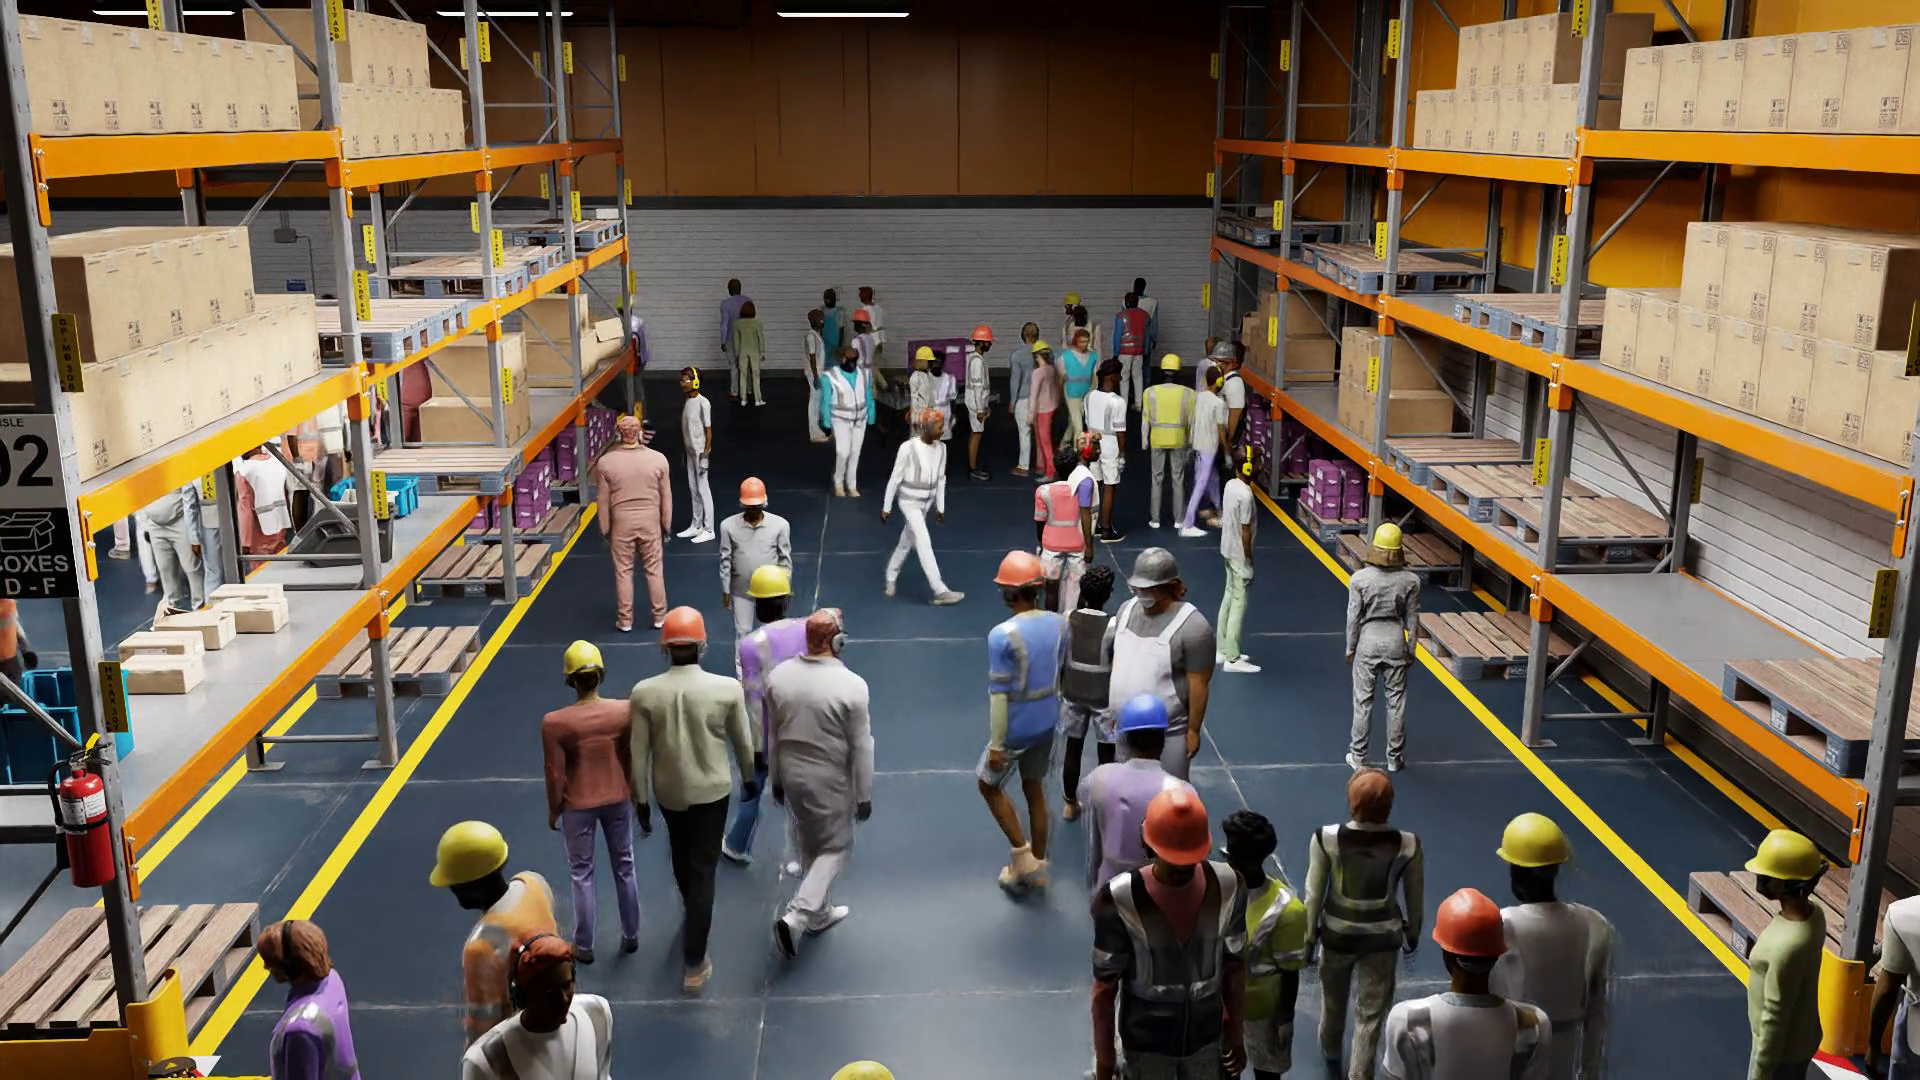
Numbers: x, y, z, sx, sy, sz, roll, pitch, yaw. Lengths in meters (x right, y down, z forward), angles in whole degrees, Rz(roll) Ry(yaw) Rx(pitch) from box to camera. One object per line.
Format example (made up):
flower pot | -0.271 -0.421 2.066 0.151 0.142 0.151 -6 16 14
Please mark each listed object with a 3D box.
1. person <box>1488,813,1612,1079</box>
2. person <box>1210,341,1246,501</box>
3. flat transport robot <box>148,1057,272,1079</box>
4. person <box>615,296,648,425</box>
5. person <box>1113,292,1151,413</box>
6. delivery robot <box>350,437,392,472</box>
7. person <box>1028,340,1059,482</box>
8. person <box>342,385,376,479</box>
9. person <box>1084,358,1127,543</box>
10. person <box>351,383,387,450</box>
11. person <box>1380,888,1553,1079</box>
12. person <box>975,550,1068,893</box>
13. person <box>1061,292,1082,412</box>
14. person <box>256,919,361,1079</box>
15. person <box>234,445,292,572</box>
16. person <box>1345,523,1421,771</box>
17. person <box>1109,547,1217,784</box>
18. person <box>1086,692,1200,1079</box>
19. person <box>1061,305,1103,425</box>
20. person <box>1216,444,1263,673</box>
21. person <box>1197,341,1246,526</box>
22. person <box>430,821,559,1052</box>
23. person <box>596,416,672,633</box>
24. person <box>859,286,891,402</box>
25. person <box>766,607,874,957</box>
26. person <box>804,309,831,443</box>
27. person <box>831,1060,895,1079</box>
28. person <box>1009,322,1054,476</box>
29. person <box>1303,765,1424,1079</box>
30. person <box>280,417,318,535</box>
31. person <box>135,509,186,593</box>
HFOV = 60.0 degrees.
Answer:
person | 2.181 1.978 6.272 0.602 1.888 0.938 -5 15 -18
person | 3.084 -1.355 19.301 0.394 1.911 0.590 -1 14 -4
flat transport robot | -3.320 2.625 6.944 0.652 0.197 1.431 0 14 -1
person | -4.789 -2.609 24.269 0.512 1.879 0.637 4 15 15
person | 2.599 -2.856 25.354 0.642 1.836 0.430 -8 16 -28
delivery robot | -7.225 -1.026 20.522 0.477 0.478 0.707 4 15 17
person | 1.021 -1.580 20.514 0.368 1.747 0.608 7 16 26
person | -7.249 -1.399 19.798 0.568 1.743 0.340 -11 18 -36
person | 1.548 -0.950 17.626 0.372 1.958 0.598 -11 18 -36
person | -7.571 -1.871 21.179 0.620 1.986 0.408 3 15 13
person | 1.693 2.107 5.683 0.547 1.929 0.385 2 14 9
person | 0.354 1.060 9.577 0.449 2.026 0.646 13 20 42
person | 1.737 -2.870 25.421 0.403 1.825 0.593 0 14 -1
person | -2.350 2.145 6.116 0.321 1.631 0.522 -3 15 -10
person | -5.943 -0.063 14.239 0.405 1.909 0.597 3 15 11
person | 2.889 0.736 11.422 0.493 1.743 0.295 1 14 6
person | 1.117 1.015 9.733 0.535 2.000 0.685 -13 19 -42
person | 0.804 1.650 7.523 0.643 1.896 0.696 13 19 41
person | 1.760 -2.506 24.027 0.616 1.812 0.847 2 14 8
person | 2.276 0.143 13.503 0.310 1.868 0.534 -2 14 -9
person | 2.855 -1.184 18.365 0.536 2.000 0.676 -1 14 -5
person | -1.724 1.942 6.416 0.452 1.903 0.636 2 14 7
person | -2.839 -0.138 14.533 0.651 1.904 0.403 -4 15 -17
person | -1.409 -3.078 26.224 0.430 1.831 0.585 6 15 22
person | -0.795 1.312 8.898 0.662 1.881 0.694 9 17 31
person | -1.980 -2.279 23.055 0.345 1.846 0.508 0 14 0
person | -0.301 2.369 5.037 0.320 1.737 0.486 -1 14 -2
person | 0.876 -1.765 20.853 0.630 1.940 0.373 -9 17 -30
person | 1.831 1.779 7.595 0.537 1.597 0.828 3 15 11
person | -6.850 -0.874 17.297 0.367 1.966 0.605 -3 15 -11
person | -7.720 -0.473 15.936 0.600 1.852 0.868 -2 14 -6
